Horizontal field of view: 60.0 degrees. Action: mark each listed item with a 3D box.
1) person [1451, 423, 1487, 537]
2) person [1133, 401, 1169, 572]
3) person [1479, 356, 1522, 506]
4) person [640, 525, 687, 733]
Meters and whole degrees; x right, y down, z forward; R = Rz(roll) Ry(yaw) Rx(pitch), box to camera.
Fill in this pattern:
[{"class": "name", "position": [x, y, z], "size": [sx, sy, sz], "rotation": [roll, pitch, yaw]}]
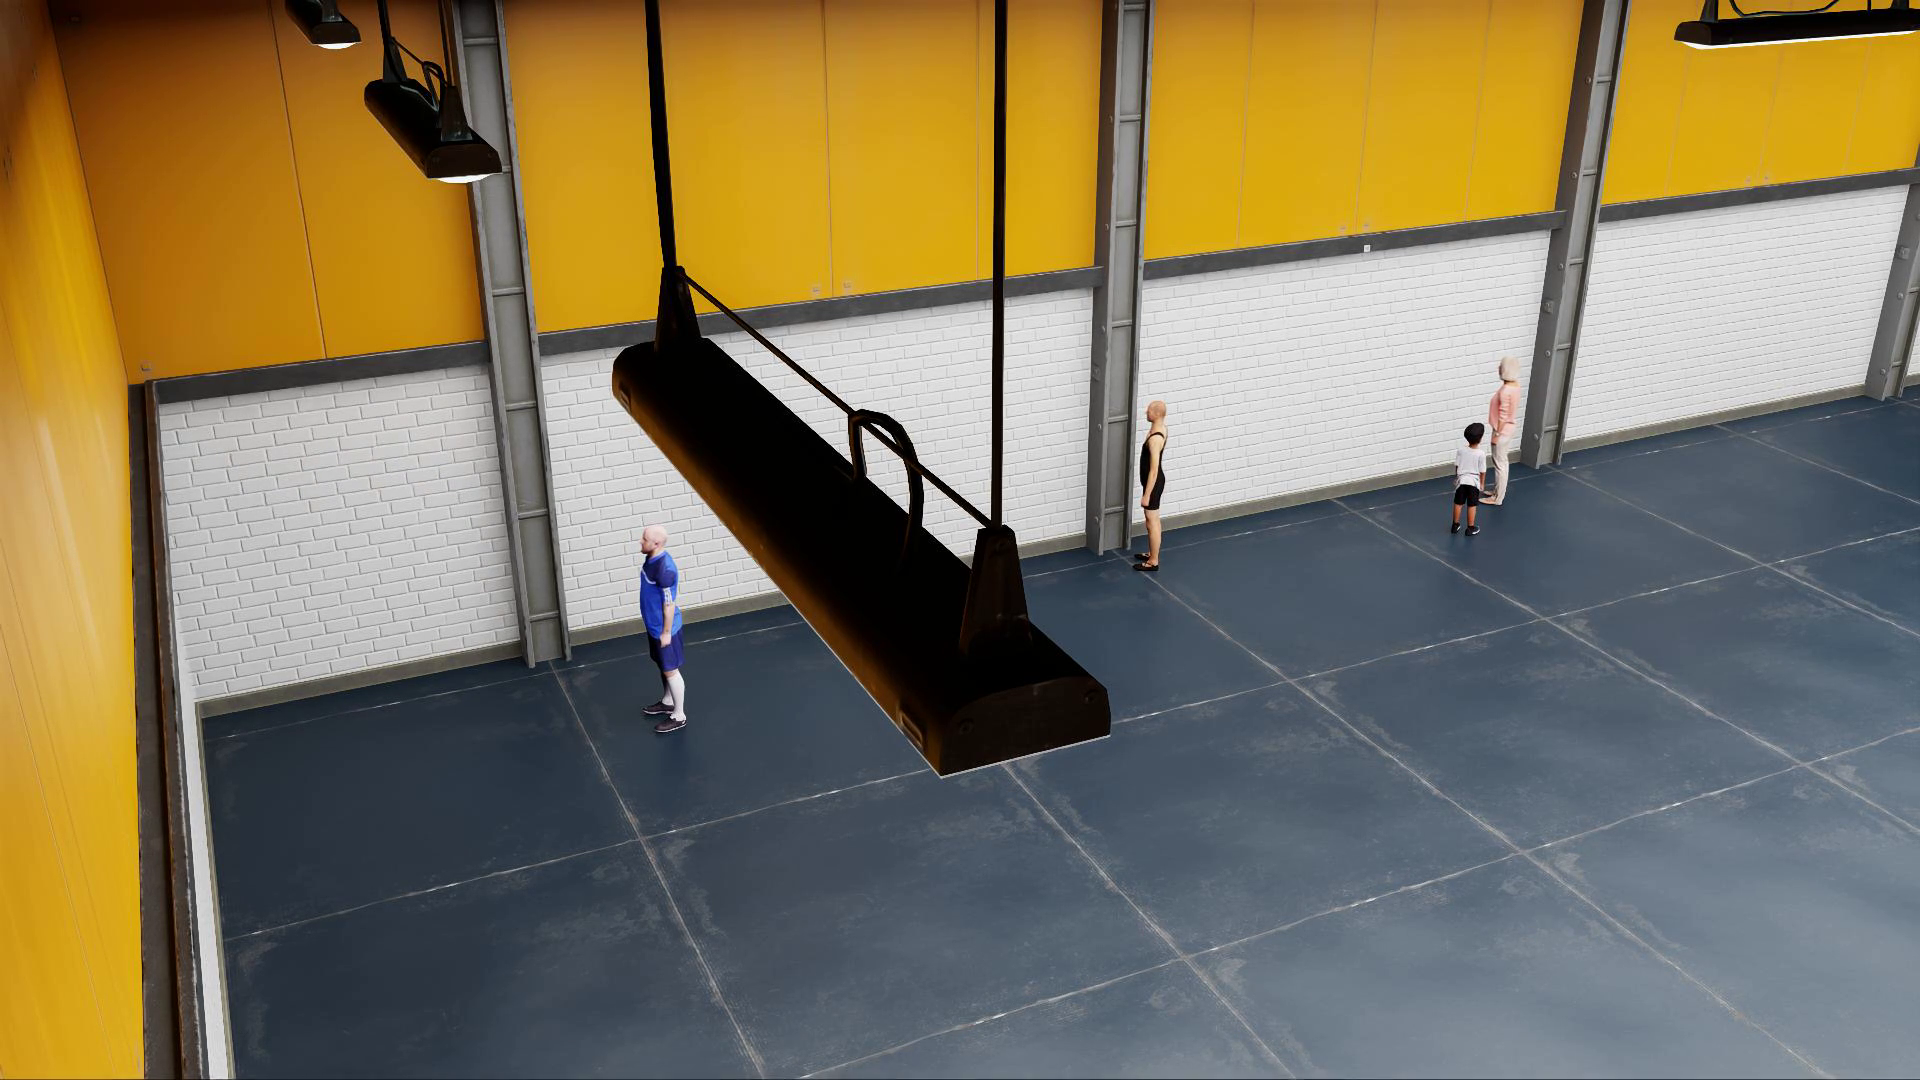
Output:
[{"class": "person", "position": [5.489, -0.662, 17.935], "size": [0.573, 1.260, 0.609], "rotation": [15, 28, 31]}, {"class": "person", "position": [1.980, -0.564, 17.018], "size": [0.714, 1.816, 0.708], "rotation": [4, 24, 9]}, {"class": "person", "position": [6.096, -1.235, 18.666], "size": [0.737, 1.724, 0.642], "rotation": [13, 27, 27]}, {"class": "person", "position": [-2.514, 0.716, 14.057], "size": [0.550, 1.842, 0.657], "rotation": [-10, 26, -22]}]
